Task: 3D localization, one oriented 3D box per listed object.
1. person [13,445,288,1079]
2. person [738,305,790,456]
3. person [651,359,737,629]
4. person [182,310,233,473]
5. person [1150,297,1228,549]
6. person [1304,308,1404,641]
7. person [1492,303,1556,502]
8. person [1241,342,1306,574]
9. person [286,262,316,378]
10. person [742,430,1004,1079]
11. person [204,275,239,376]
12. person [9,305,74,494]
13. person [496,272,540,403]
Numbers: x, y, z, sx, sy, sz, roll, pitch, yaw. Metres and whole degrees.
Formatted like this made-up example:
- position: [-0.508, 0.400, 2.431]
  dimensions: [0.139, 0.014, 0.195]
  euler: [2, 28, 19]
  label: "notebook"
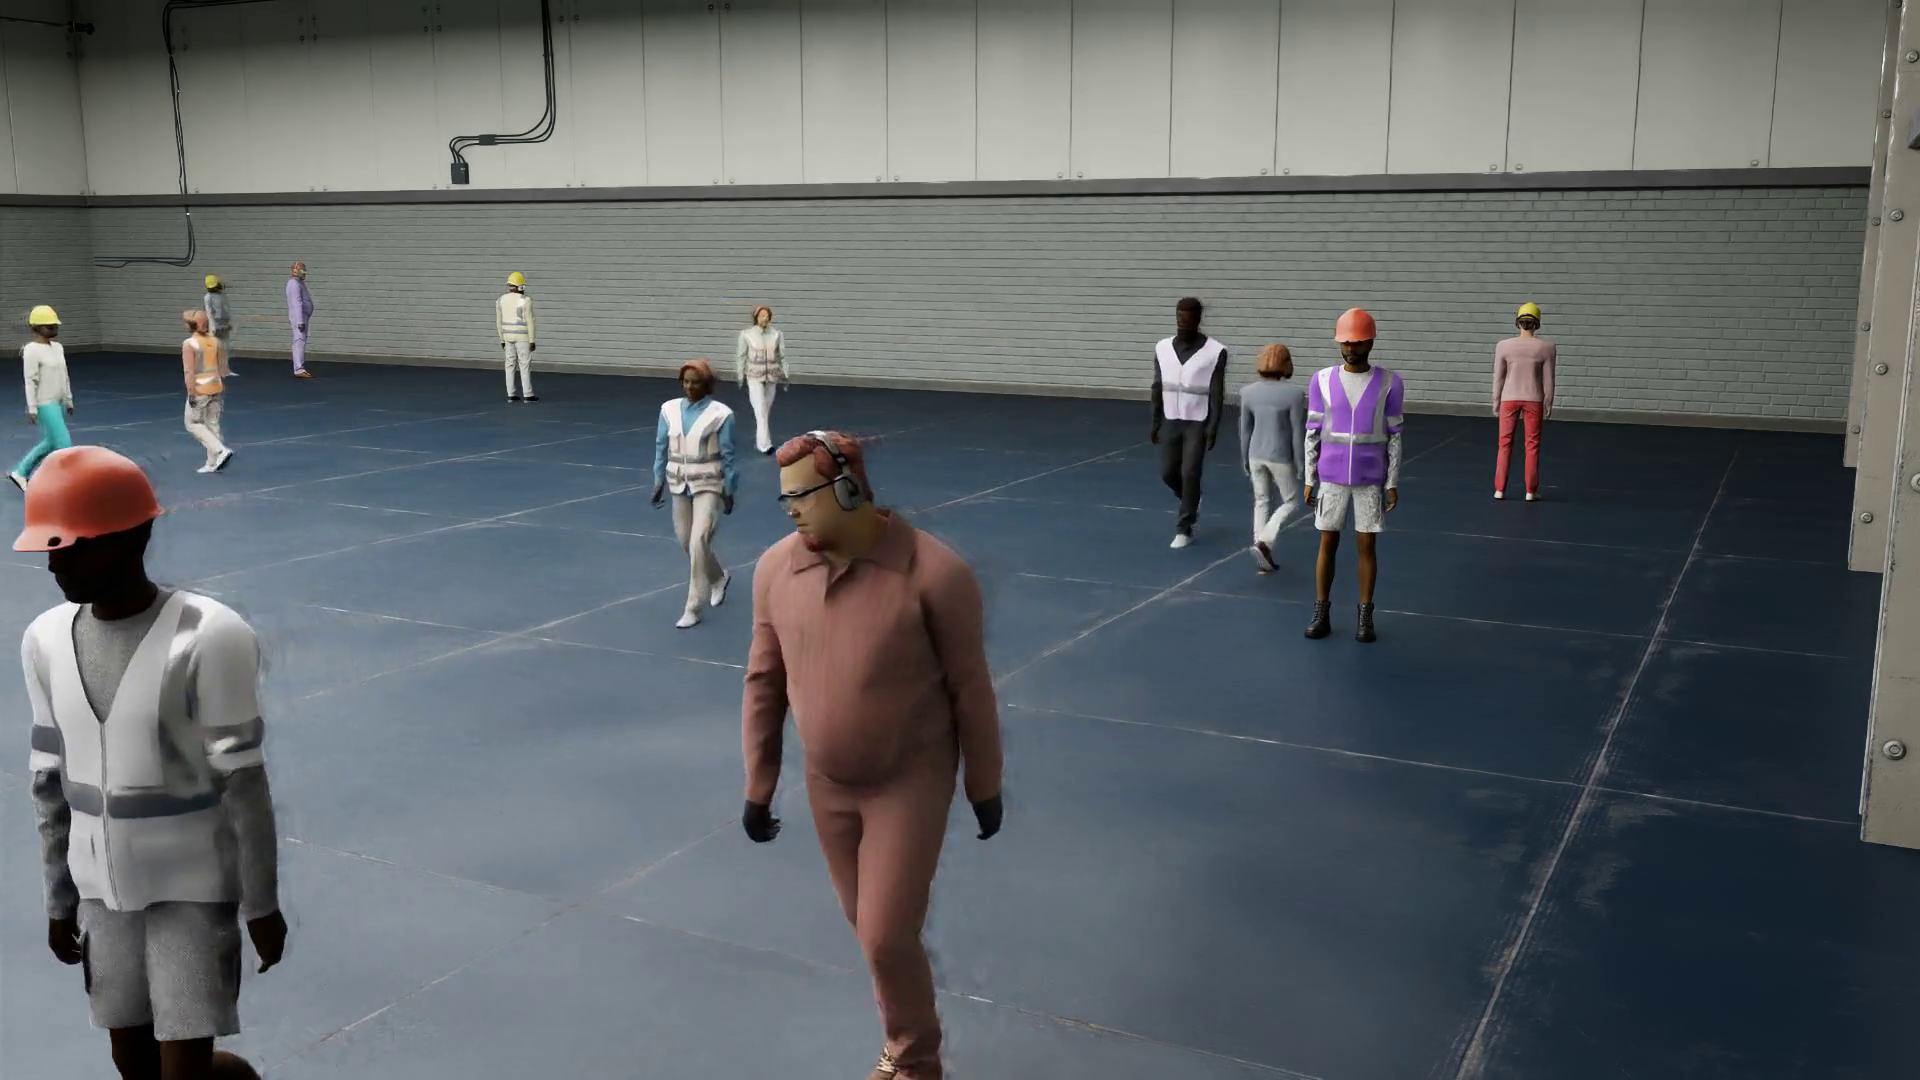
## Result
- position: [-1.744, 0.739, 3.634]
  dimensions: [0.581, 1.920, 0.482]
  euler: [2, 11, 12]
  label: "person"
- position: [-2.072, -1.700, 17.800]
  dimensions: [0.541, 1.591, 0.831]
  euler: [-5, 12, -27]
  label: "person"
- position: [-1.594, -0.317, 10.228]
  dimensions: [0.516, 1.611, 0.760]
  euler: [4, 11, 23]
  label: "person"
- position: [-7.396, -1.447, 16.347]
  dimensions: [0.418, 1.631, 0.514]
  euler: [2, 11, 13]
  label: "person"
- position: [1.759, -0.900, 12.666]
  dimensions: [0.602, 1.898, 0.607]
  euler: [6, 12, 31]
  label: "person"
- position: [2.267, -0.368, 9.633]
  dimensions: [0.551, 1.934, 0.373]
  euler: [3, 11, 18]
  label: "person"
- position: [4.994, -1.217, 14.756]
  dimensions: [0.523, 1.761, 0.333]
  euler: [4, 11, 20]
  label: "person"
- position: [2.142, -0.548, 11.458]
  dimensions: [0.524, 1.619, 0.411]
  euler: [10, 14, 42]
  label: "person"
- position: [-10.909, -3.636, 27.547]
  dimensions: [0.402, 1.904, 0.652]
  euler: [-5, 11, -24]
  label: "person"
- position: [-0.234, 0.631, 4.384]
  dimensions: [0.663, 1.866, 0.655]
  euler: [6, 12, 31]
  label: "person"
- position: [-12.269, -3.534, 27.571]
  dimensions: [0.351, 1.697, 0.638]
  euler: [3, 11, 15]
  label: "person"
- position: [-8.196, -1.231, 14.883]
  dimensions: [0.801, 1.736, 0.530]
  euler: [0, 10, 0]
  label: "person"
- position: [-6.220, -2.843, 23.410]
  dimensions: [0.591, 1.834, 0.404]
  euler: [4, 11, 21]
  label: "person"
